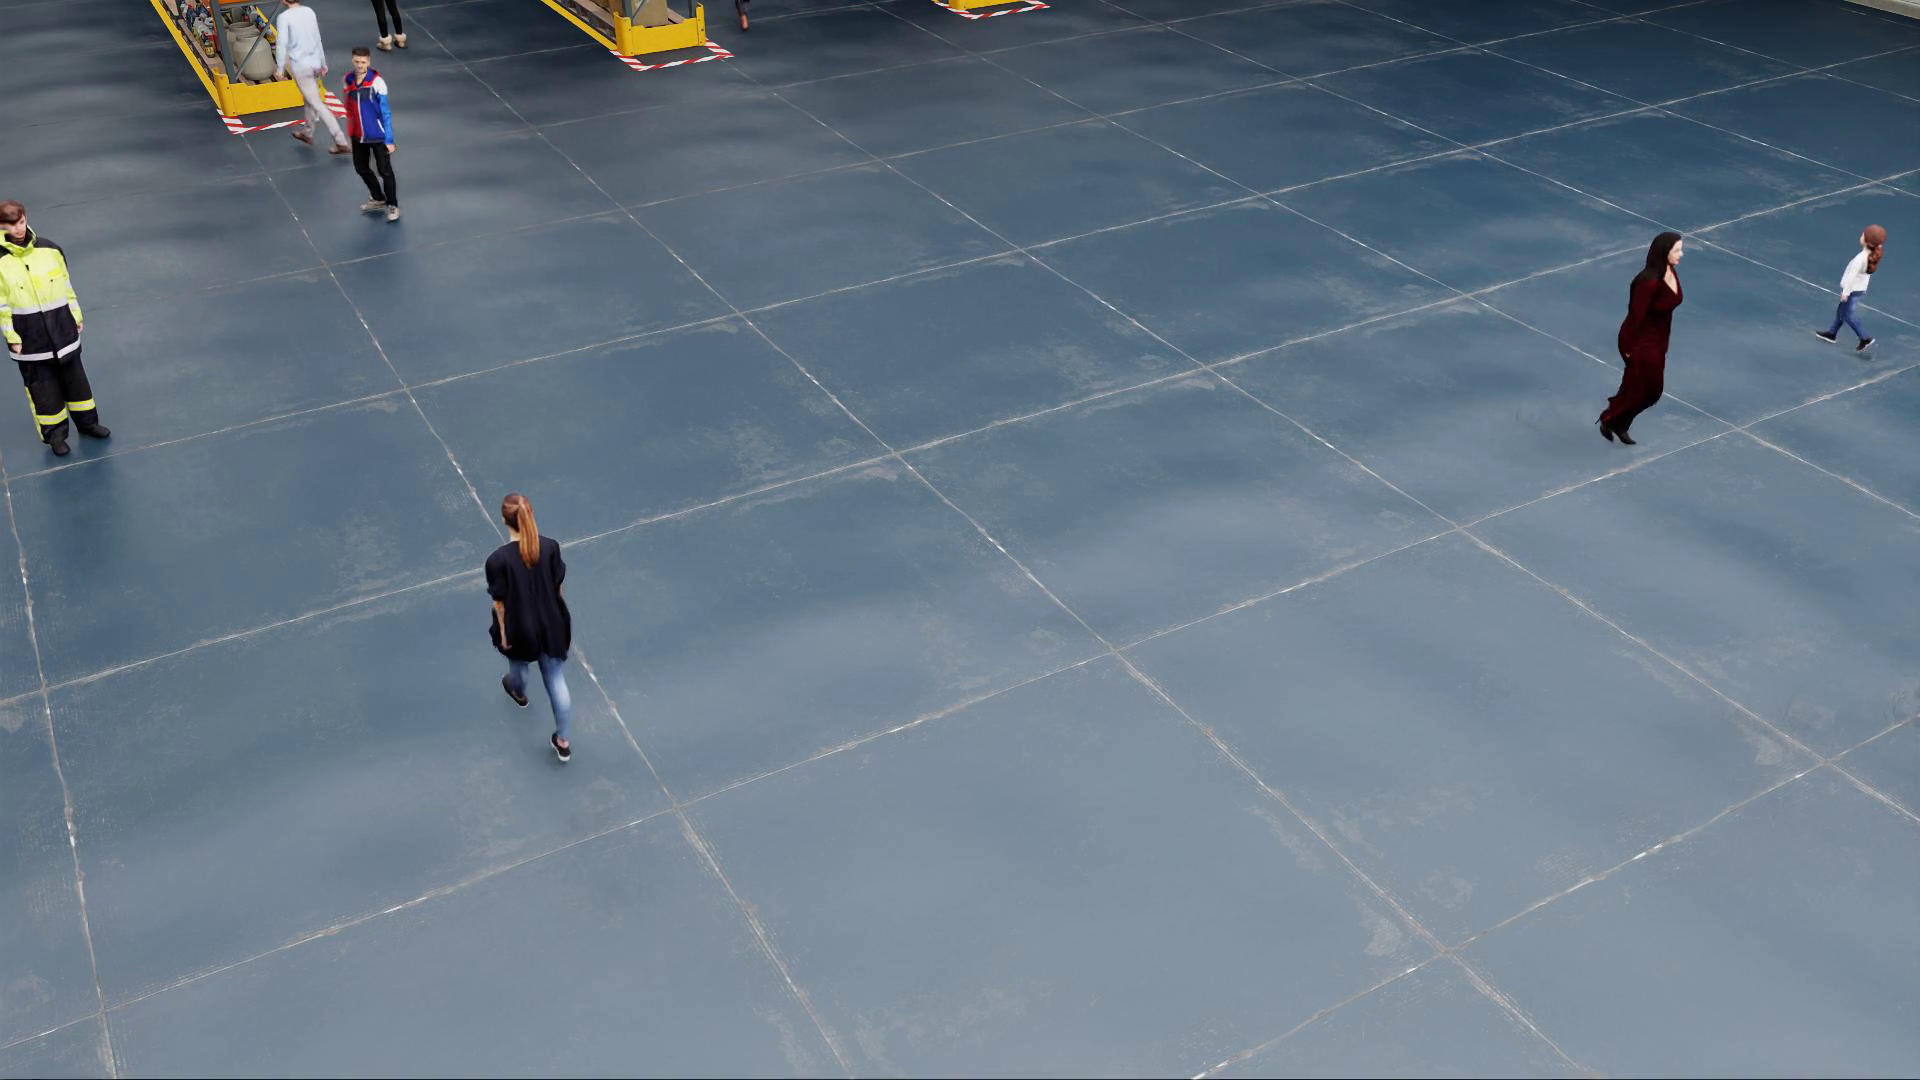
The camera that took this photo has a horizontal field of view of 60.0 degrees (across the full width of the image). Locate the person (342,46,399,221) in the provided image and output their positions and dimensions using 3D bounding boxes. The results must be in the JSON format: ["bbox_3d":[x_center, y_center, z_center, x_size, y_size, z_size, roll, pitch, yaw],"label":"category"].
[{"bbox_3d":[-5.897,-4.072,16.629,0.841,1.751,0.912,14,35,21],"label":"person"}]

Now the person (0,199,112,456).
[{"bbox_3d":[-6.927,-1.626,12.540,0.815,1.977,0.860,21,38,30],"label":"person"}]

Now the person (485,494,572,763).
[{"bbox_3d":[-2.378,0.537,9.421,0.656,1.647,1.023,-19,37,-27],"label":"person"}]

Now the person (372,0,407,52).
[{"bbox_3d":[-7.602,-7.305,21.840,0.632,1.660,0.611,-26,40,-35],"label":"person"}]

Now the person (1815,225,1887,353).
[{"bbox_3d":[7.679,-2.139,14.178,0.506,1.097,0.759,-23,39,-32],"label":"person"}]

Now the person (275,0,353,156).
[{"bbox_3d":[-7.083,-5.109,18.182,1.326,1.849,1.120,16,36,23],"label":"person"}]

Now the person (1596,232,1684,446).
[{"bbox_3d":[5.075,-1.510,12.572,0.794,1.747,0.780,23,39,32],"label":"person"}]
